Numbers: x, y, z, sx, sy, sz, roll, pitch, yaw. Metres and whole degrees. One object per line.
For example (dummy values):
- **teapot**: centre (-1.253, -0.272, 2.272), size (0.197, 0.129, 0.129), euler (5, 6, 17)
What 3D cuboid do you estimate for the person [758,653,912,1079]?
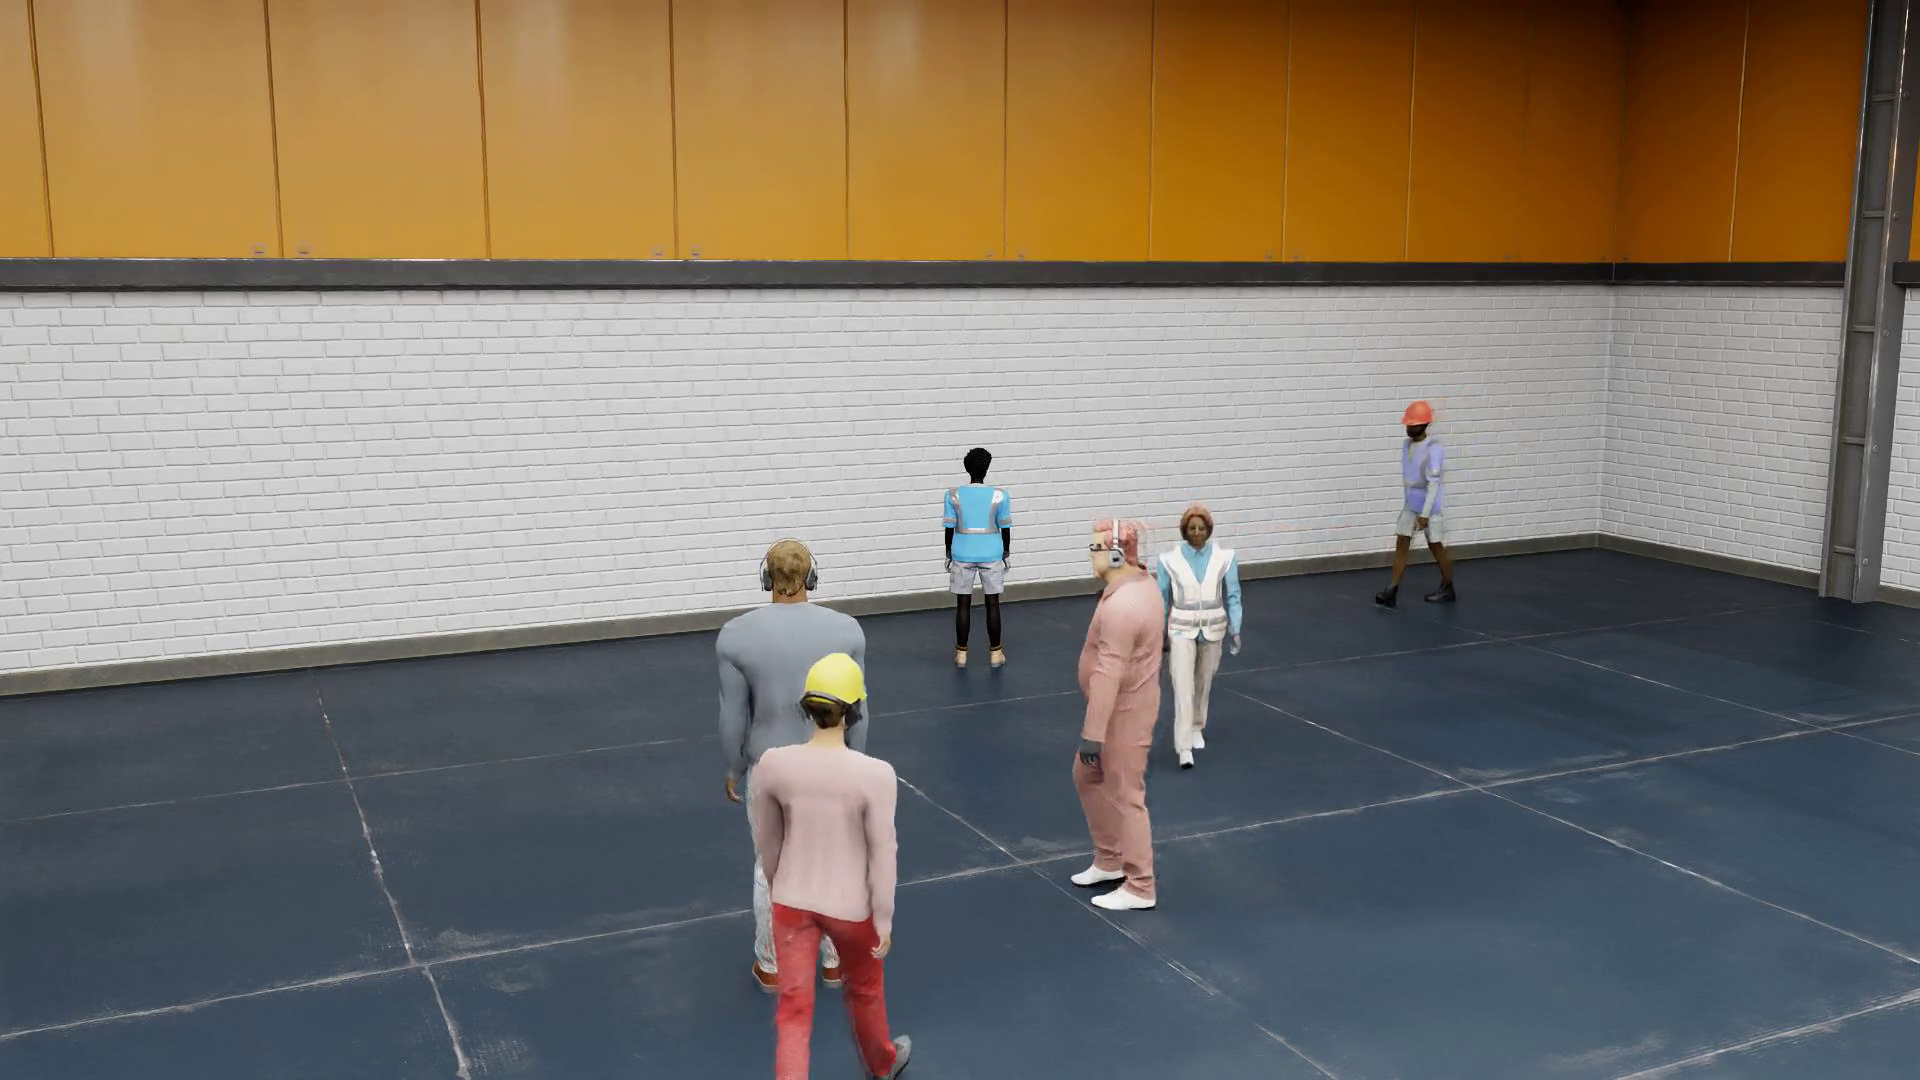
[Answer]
- **person**: centre (-0.444, 1.241, 5.837), size (0.543, 1.720, 0.891), euler (2, 9, 15)

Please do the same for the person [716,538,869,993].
- **person**: centre (-0.699, 0.950, 7.005), size (0.628, 1.935, 0.373), euler (-1, 9, -7)

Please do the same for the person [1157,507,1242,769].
- **person**: centre (1.475, 0.588, 10.312), size (0.518, 1.592, 0.874), euler (0, 9, -2)

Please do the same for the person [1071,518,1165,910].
- **person**: centre (0.696, 0.830, 7.912), size (0.600, 1.885, 0.661), euler (2, 9, 13)

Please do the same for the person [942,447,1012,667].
- **person**: centre (0.133, 0.137, 12.784), size (0.540, 1.695, 0.317), euler (1, 9, 3)

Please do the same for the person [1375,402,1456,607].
- **person**: centre (4.178, -0.319, 15.066), size (0.934, 1.886, 0.554), euler (-4, 10, -26)
